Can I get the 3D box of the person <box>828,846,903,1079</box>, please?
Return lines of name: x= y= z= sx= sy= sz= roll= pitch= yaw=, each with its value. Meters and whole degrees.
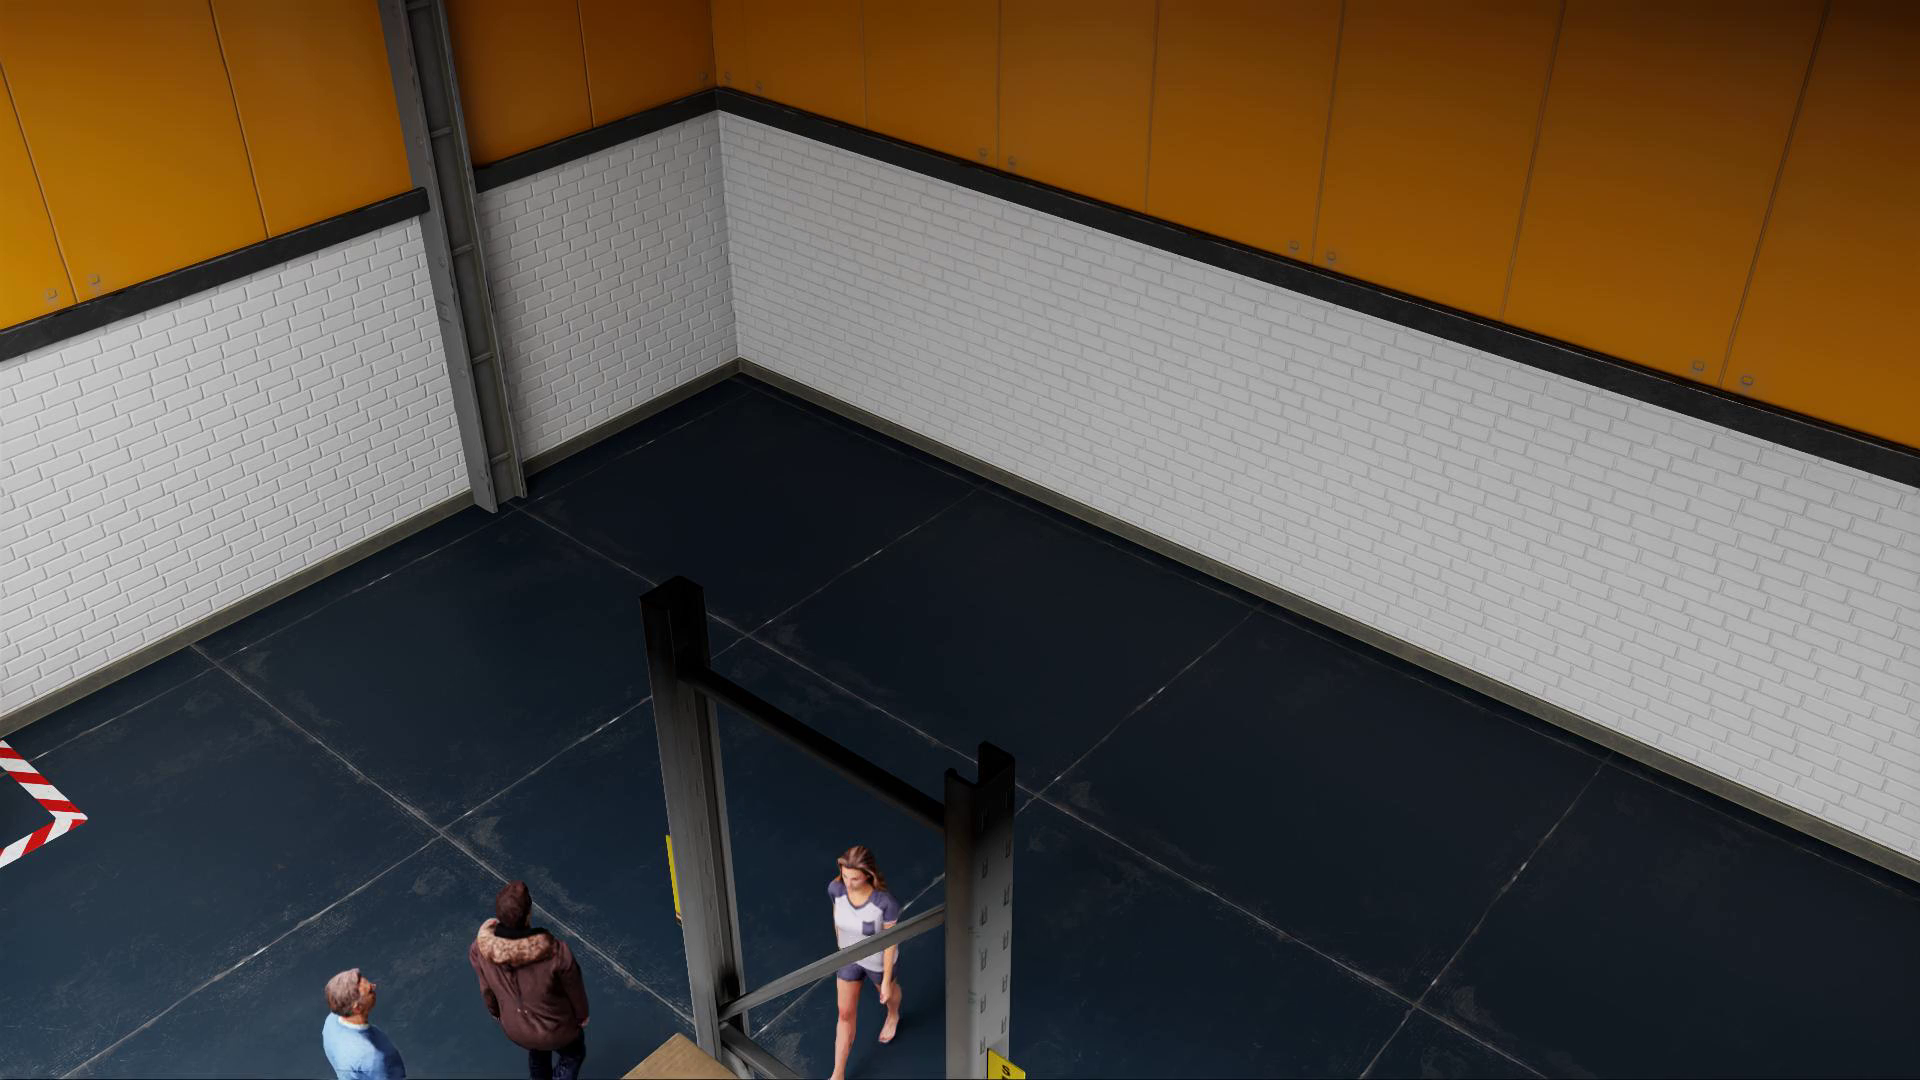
person: x=-0.489 y=2.376 z=9.694 sx=0.817 sy=1.687 sz=1.094 roll=12 pitch=36 yaw=18

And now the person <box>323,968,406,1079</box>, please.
person: x=-3.121 y=2.983 z=8.677 sx=0.978 sy=1.801 sz=0.745 roll=-26 pitch=41 yaw=-33

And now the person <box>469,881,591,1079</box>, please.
person: x=-2.337 y=2.662 z=9.132 sx=0.963 sy=1.831 sz=1.033 roll=6 pitch=34 yaw=9
